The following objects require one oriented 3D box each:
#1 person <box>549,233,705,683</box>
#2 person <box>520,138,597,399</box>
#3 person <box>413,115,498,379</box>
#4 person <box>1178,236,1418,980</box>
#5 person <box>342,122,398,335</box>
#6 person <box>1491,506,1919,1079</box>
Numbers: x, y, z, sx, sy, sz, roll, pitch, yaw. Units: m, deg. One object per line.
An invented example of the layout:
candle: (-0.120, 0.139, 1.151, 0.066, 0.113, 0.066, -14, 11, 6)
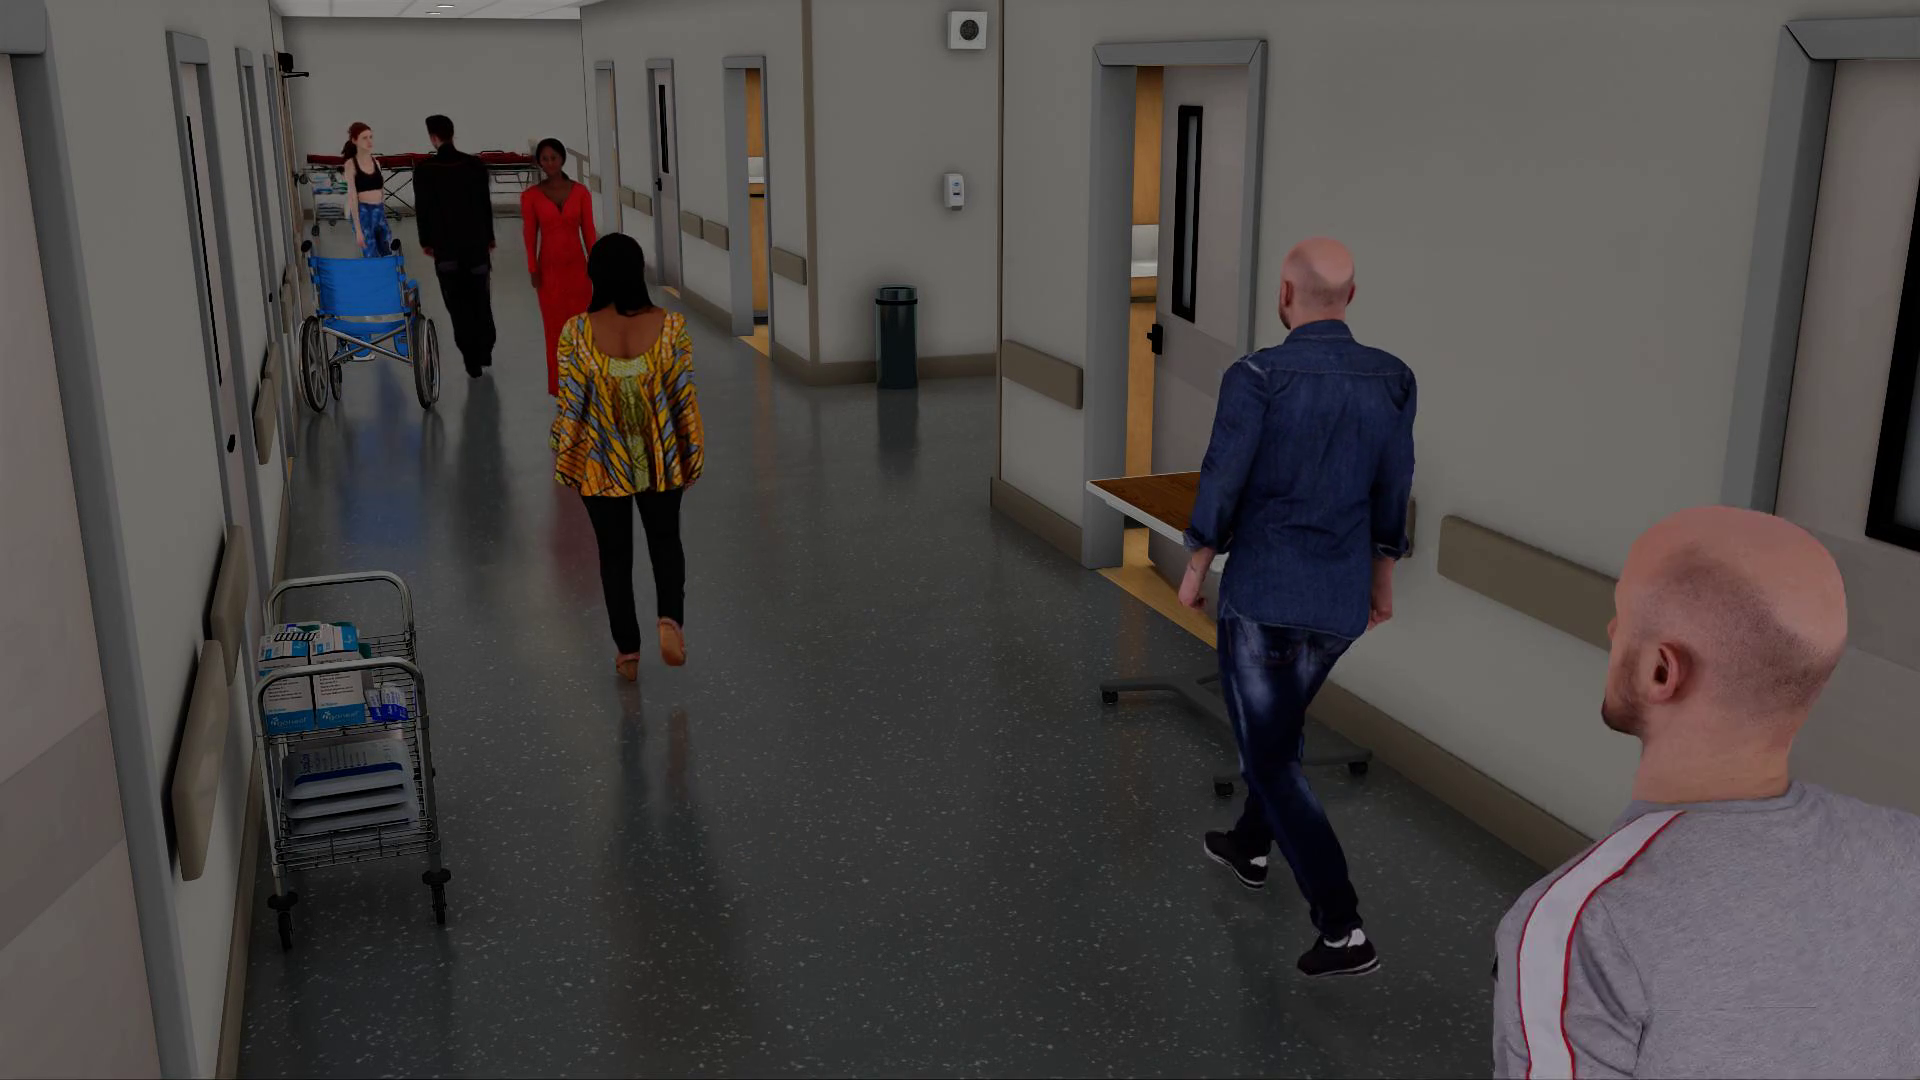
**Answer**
person: (-1.175, -0.251, 5.948, 0.692, 1.643, 0.748, -5, 17, -18)
person: (-2.623, -1.736, 10.977, 0.621, 1.772, 0.650, -6, 17, -21)
person: (-3.636, -2.121, 12.155, 0.748, 1.876, 0.981, -7, 17, -23)
person: (0.847, 0.204, 4.071, 0.784, 1.788, 1.172, -7, 17, -24)
person: (-5.092, -2.628, 14.144, 0.886, 1.773, 0.822, 8, 18, 27)
person: (0.738, 0.885, 1.599, 0.644, 1.818, 0.640, -6, 17, -21)
